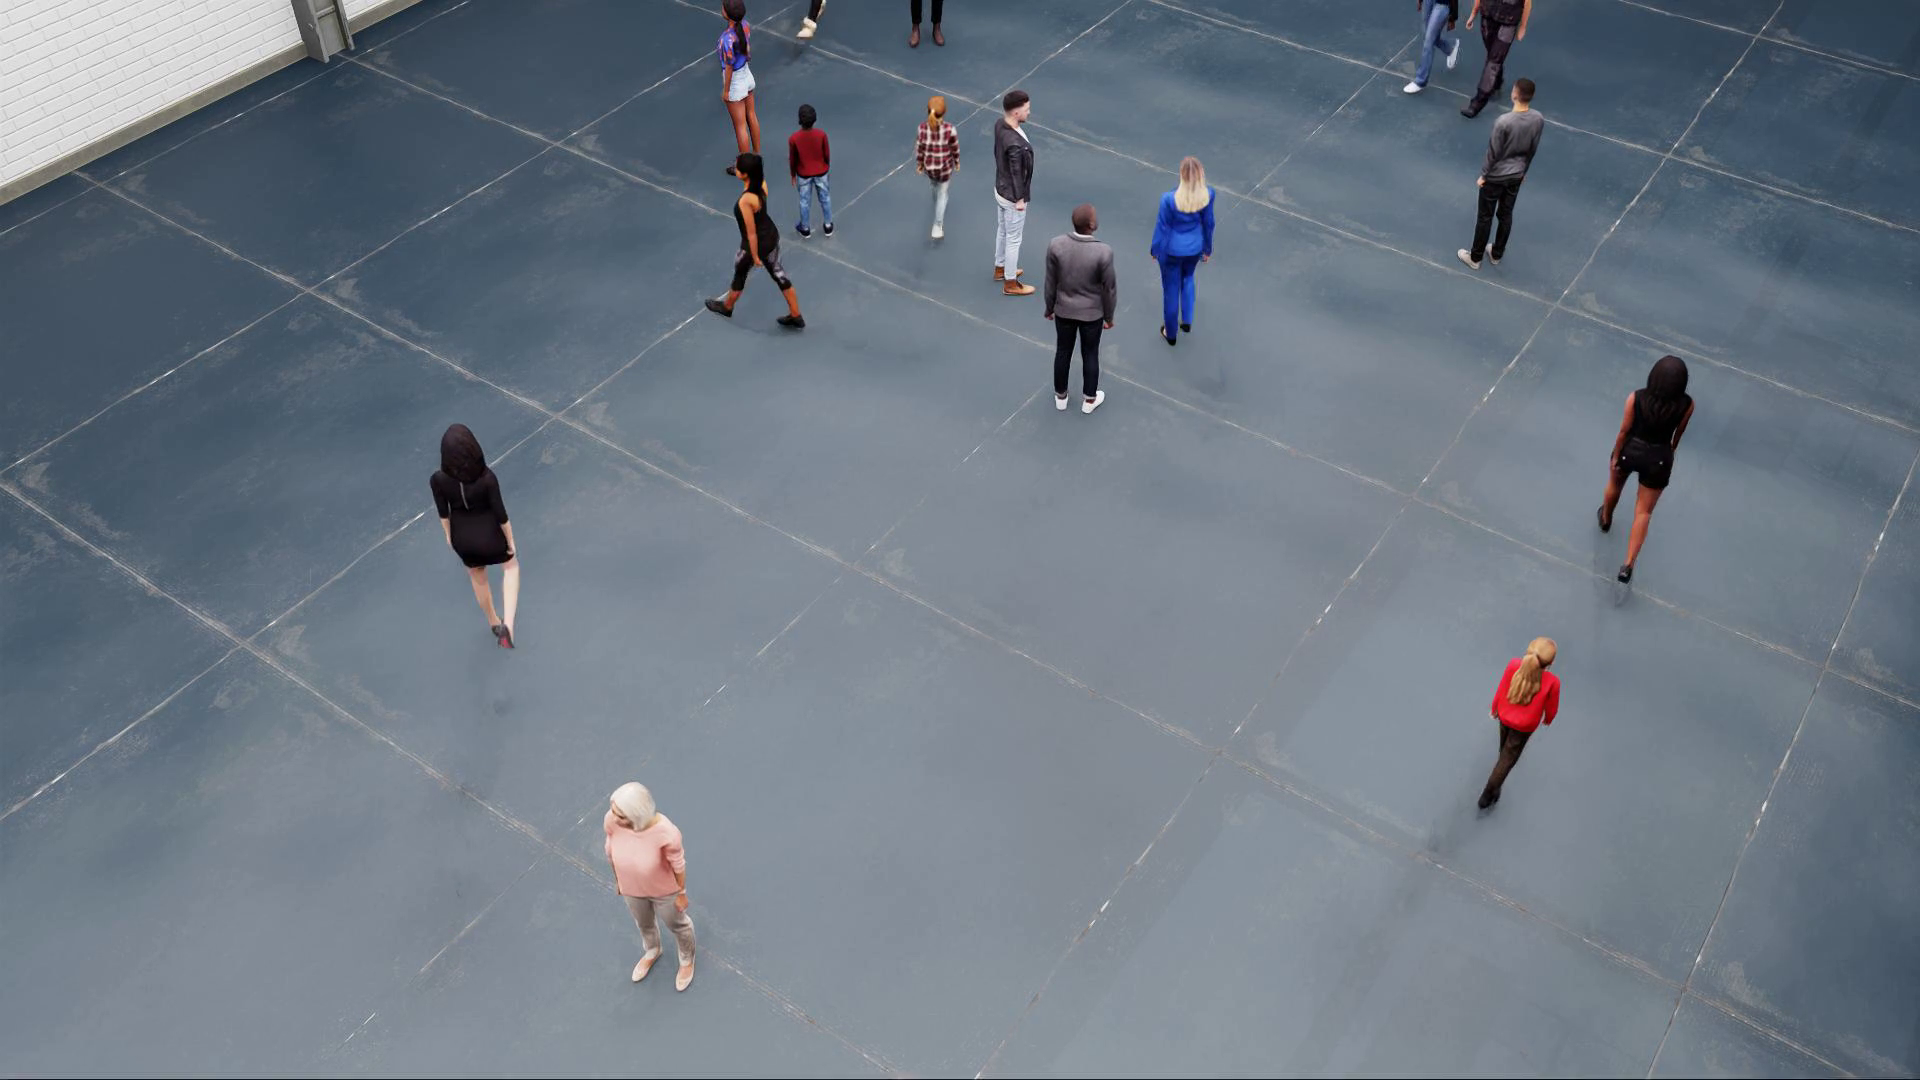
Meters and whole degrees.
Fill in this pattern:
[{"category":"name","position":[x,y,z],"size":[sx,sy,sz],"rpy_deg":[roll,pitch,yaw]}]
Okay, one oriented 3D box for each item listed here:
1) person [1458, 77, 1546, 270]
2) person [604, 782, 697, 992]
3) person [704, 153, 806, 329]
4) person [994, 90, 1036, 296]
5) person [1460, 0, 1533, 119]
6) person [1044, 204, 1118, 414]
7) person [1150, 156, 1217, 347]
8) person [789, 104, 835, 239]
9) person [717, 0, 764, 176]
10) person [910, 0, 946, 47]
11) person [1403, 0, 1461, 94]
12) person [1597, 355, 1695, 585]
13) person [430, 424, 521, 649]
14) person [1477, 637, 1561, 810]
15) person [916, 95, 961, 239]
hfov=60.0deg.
[{"category":"person","position":[4.629,-3.114,14.150],"size":[0.680,1.764,0.760],"rpy_deg":[-11,45,-11]},{"category":"person","position":[-1.661,1.844,8.974],"size":[0.660,1.724,0.626],"rpy_deg":[11,45,11]},{"category":"person","position":[-1.549,-2.394,13.498],"size":[0.855,1.620,1.091],"rpy_deg":[14,45,14]},{"category":"person","position":[0.424,-2.893,13.866],"size":[0.768,1.835,0.736],"rpy_deg":[-12,45,-12]},{"category":"person","position":[5.283,-5.069,16.168],"size":[1.191,1.810,0.850],"rpy_deg":[-29,51,-27]},{"category":"person","position":[0.903,-1.742,12.670],"size":[0.773,1.816,0.693],"rpy_deg":[13,45,13]},{"category":"person","position":[1.802,-2.253,13.298],"size":[0.703,1.691,0.784],"rpy_deg":[-11,45,-12]},{"category":"person","position":[-1.306,-3.251,14.665],"size":[0.582,1.250,0.646],"rpy_deg":[-8,44,-8]},{"category":"person","position":[-2.026,-4.181,15.284],"size":[0.692,1.743,0.527],"rpy_deg":[16,46,16]},{"category":"person","position":[-0.331,-6.013,17.140],"size":[0.776,1.835,0.808],"rpy_deg":[-3,44,-3]},{"category":"person","position":[4.788,-5.307,16.481],"size":[1.086,1.722,0.866],"rpy_deg":[-27,50,-26]},{"category":"person","position":[4.695,-0.480,11.423],"size":[0.813,1.711,1.229],"rpy_deg":[14,45,14]},{"category":"person","position":[-3.126,0.074,10.782],"size":[0.809,1.792,0.877],"rpy_deg":[-3,44,-3]},{"category":"person","position":[3.360,1.115,10.083],"size":[0.554,1.249,0.927],"rpy_deg":[31,52,28]},{"category":"person","position":[-0.202,-3.276,14.667],"size":[0.750,1.284,0.988],"rpy_deg":[10,44,10]}]
